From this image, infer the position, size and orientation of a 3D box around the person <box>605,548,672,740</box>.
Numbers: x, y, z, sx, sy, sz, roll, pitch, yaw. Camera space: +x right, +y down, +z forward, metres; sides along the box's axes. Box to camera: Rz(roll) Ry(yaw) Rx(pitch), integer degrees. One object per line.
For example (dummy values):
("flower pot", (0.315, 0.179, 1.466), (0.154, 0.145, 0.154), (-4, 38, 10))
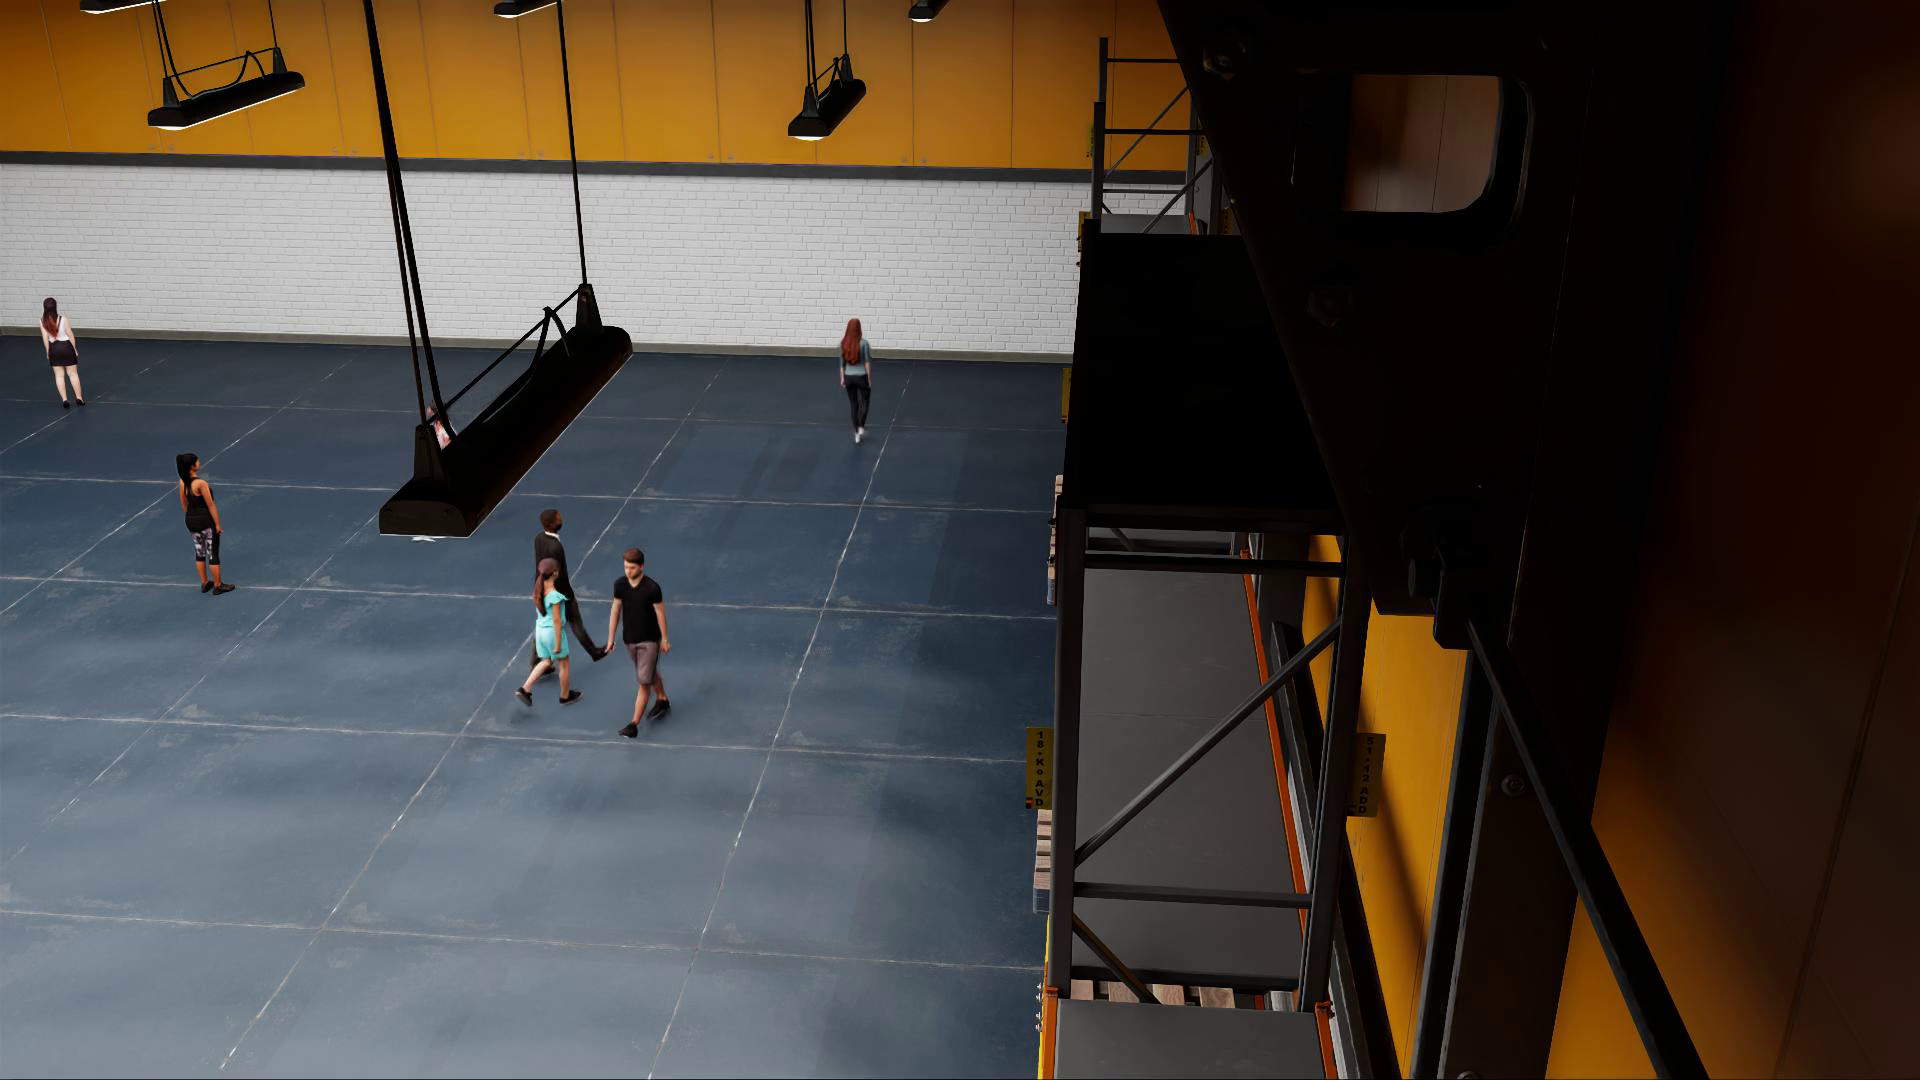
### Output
("person", (-2.938, 0.900, 15.674), (0.958, 1.820, 1.247), (10, 26, 22))

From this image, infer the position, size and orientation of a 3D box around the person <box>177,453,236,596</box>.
("person", (-8.385, -0.200, 18.387), (0.642, 1.662, 0.603), (10, 25, 21))

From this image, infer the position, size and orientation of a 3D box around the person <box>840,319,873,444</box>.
("person", (-1.434, -2.157, 22.773), (0.608, 1.736, 0.602), (4, 24, 8))

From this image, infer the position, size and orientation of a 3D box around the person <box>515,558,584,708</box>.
("person", (-3.980, 0.926, 15.959), (0.850, 1.544, 0.980), (18, 29, 35))

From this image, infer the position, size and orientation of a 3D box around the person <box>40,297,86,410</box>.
("person", (-13.061, -2.721, 24.170), (0.627, 1.649, 0.636), (-9, 25, -19))

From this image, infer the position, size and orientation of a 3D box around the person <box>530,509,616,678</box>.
("person", (-4.103, 0.577, 16.488), (1.213, 1.759, 1.135), (-19, 30, -37))

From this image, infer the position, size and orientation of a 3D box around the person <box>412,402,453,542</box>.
("person", (-6.041, -0.832, 19.770), (0.886, 1.712, 1.071), (15, 28, 31))
